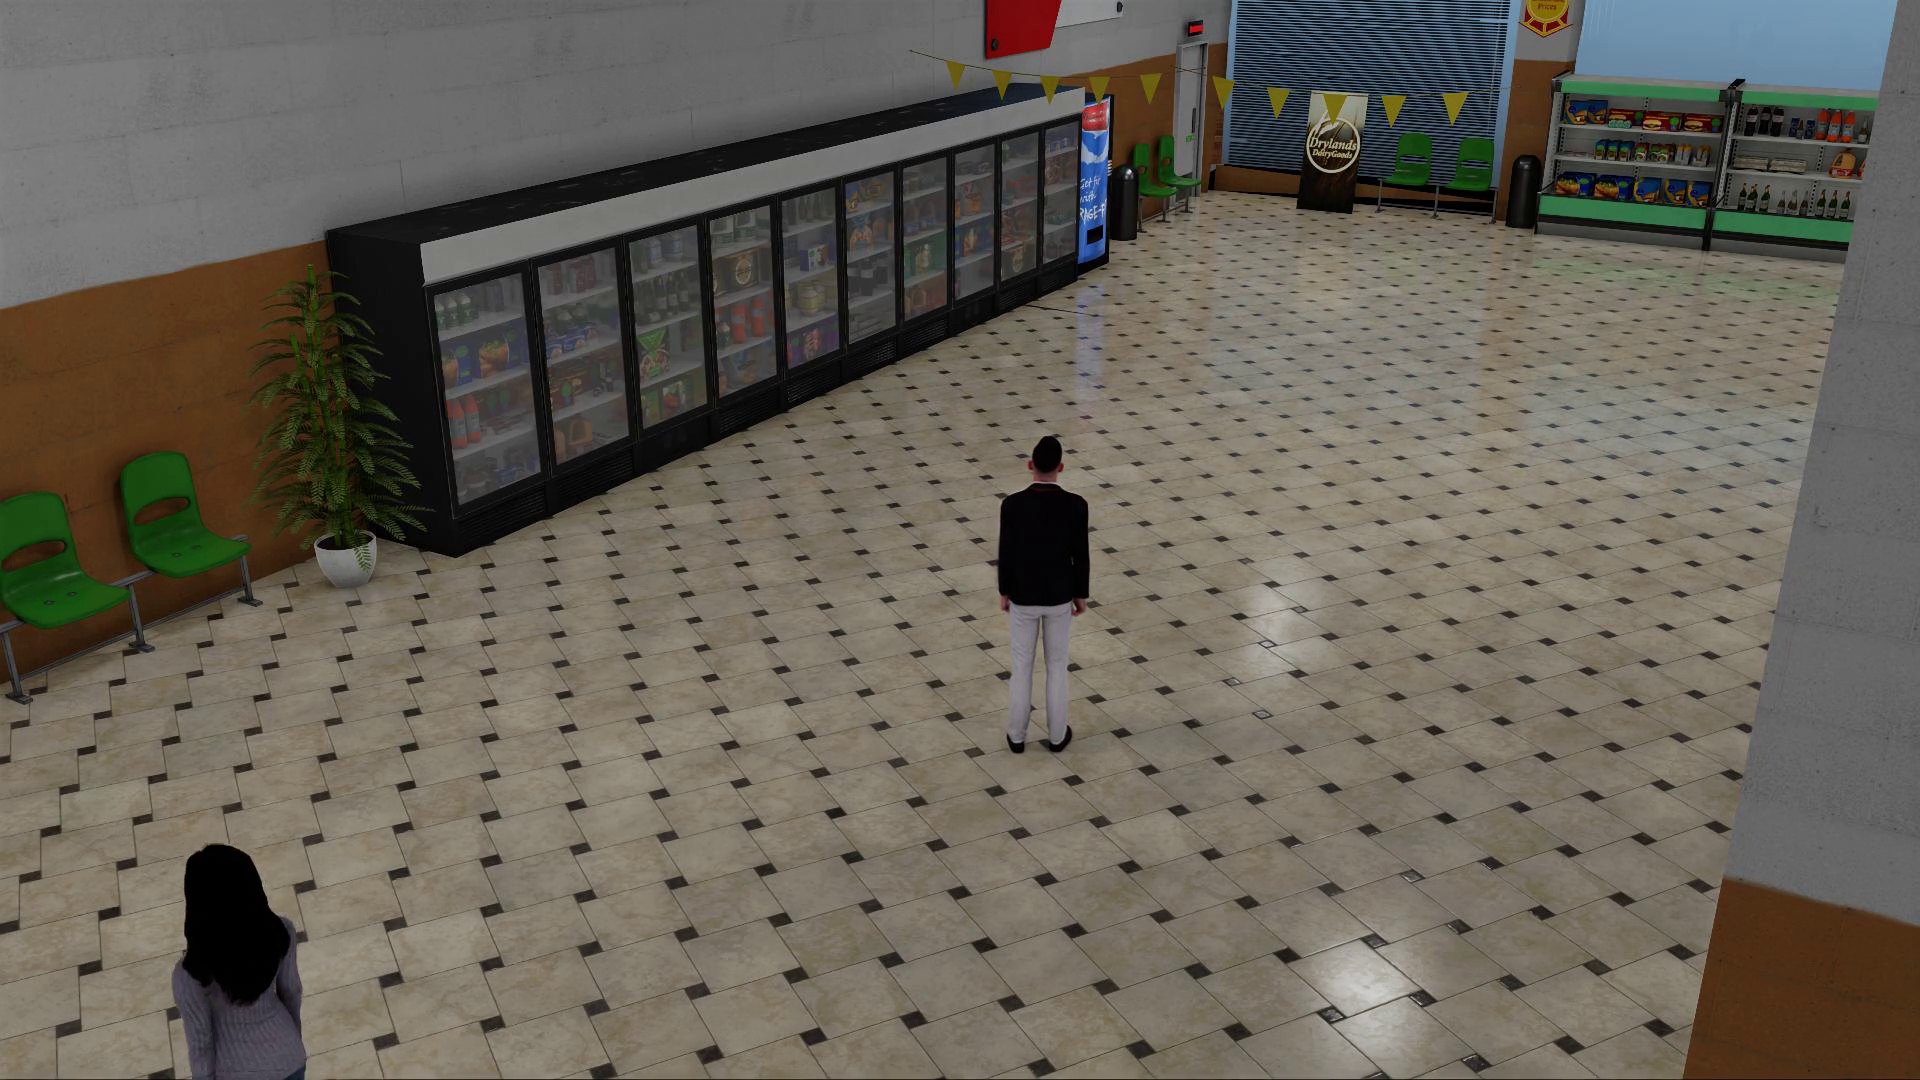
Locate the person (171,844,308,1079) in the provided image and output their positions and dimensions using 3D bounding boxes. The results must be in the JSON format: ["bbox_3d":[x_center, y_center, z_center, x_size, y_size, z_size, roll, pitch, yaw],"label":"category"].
[{"bbox_3d":[-2.292,1.831,5.551,0.623,1.721,0.626,14,26,31],"label":"person"}]

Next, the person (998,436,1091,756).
[{"bbox_3d":[0.447,0.317,9.159,0.650,1.840,0.784,0,22,1],"label":"person"}]
